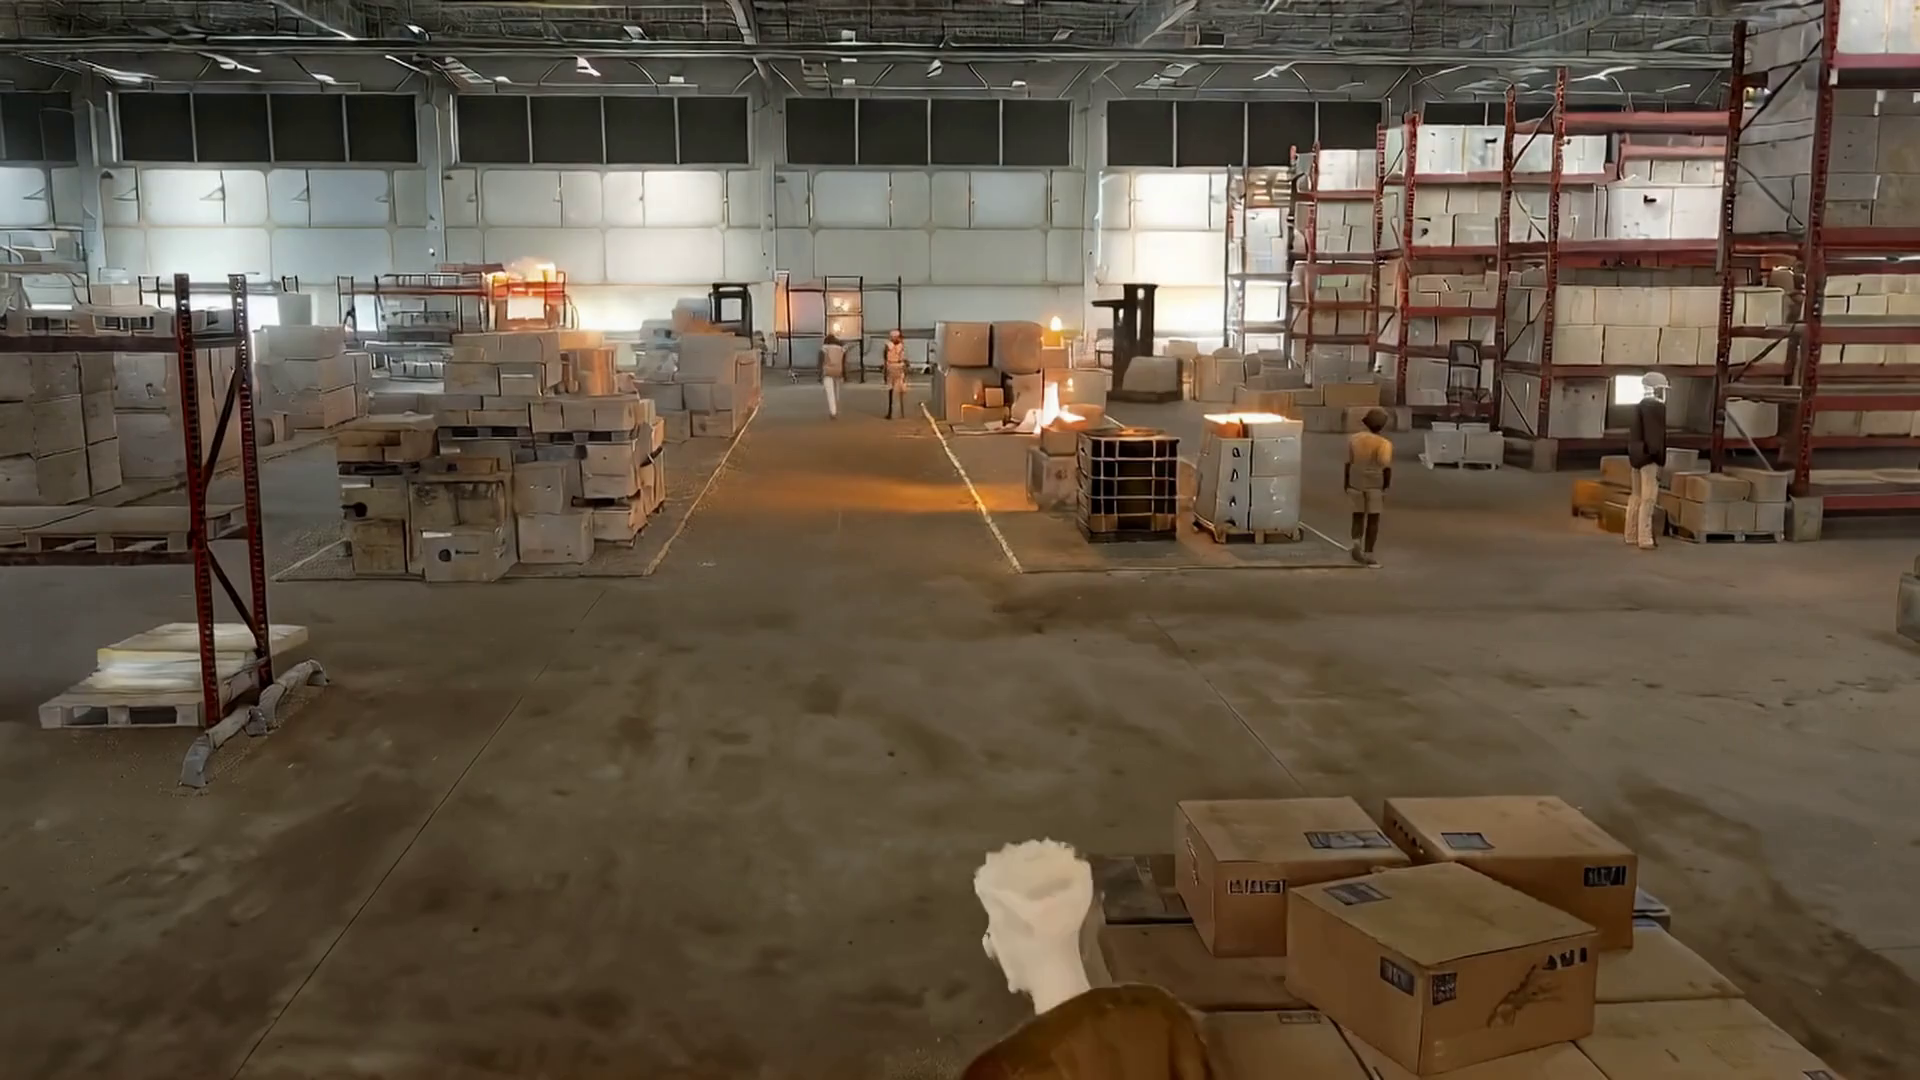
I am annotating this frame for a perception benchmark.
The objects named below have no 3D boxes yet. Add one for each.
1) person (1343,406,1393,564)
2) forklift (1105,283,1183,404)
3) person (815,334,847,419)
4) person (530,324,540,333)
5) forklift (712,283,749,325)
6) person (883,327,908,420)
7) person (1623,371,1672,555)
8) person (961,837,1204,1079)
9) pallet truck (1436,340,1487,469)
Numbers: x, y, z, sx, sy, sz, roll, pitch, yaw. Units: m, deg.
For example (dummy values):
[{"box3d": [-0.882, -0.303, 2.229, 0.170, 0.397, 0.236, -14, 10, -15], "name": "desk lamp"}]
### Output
[{"box3d": [4.227, -0.571, 17.363, 0.603, 1.674, 0.390, 6, 11, 35], "name": "person"}, {"box3d": [4.262, -4.678, 39.407, 1.873, 2.768, 1.129, 8, 12, 40], "name": "forklift"}, {"box3d": [-2.712, -3.444, 35.097, 0.627, 1.796, 0.957, -4, 10, -23], "name": "person"}, {"box3d": [-9.495, -3.879, 37.404, 0.638, 1.919, 0.605, 1, 9, 4], "name": "person"}, {"box3d": [-5.905, -5.242, 42.943, 1.129, 2.768, 1.873, -1, 9, -4], "name": "forklift"}, {"box3d": [-1.362, -3.488, 34.882, 0.551, 1.936, 0.356, 2, 9, 12], "name": "person"}, {"box3d": [7.492, -0.843, 18.094, 0.386, 1.992, 0.624, -1, 9, -8], "name": "person"}, {"box3d": [0.252, 1.551, 3.431, 1.078, 1.892, 0.612, 8, 12, 42], "name": "person"}, {"box3d": [8.004, -2.170, 26.422, 0.823, 1.965, 1.885, 2, 9, 14], "name": "pallet truck"}]
